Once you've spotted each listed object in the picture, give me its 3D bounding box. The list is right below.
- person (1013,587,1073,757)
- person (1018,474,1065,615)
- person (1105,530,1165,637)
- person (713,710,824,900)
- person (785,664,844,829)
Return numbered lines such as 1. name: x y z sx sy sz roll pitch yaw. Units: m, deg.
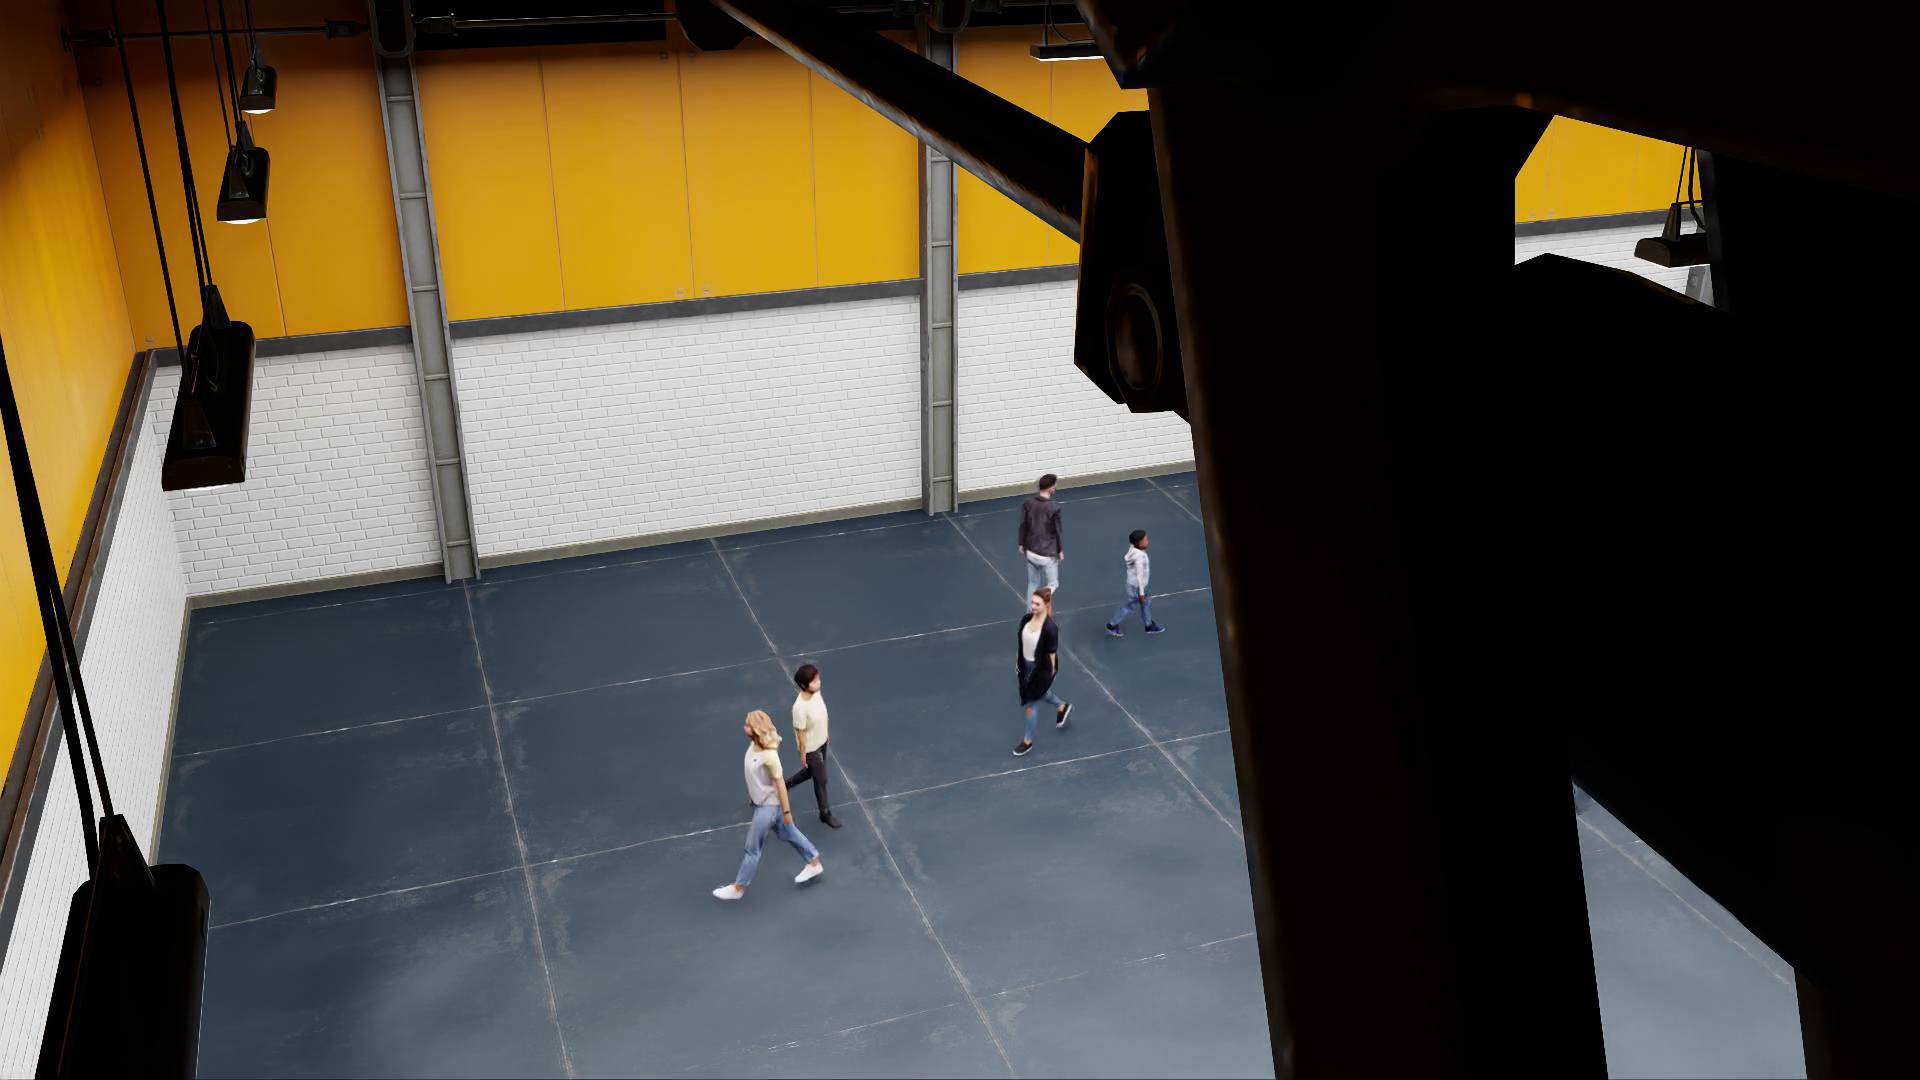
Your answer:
1. person: 0.798 1.206 15.863 1.138 1.656 0.840 -18 29 -35
2. person: 0.864 0.176 18.012 0.895 1.821 0.946 12 26 26
3. person: 1.859 0.476 18.041 0.937 1.247 0.675 0 24 -1
4. person: -1.480 2.161 13.668 1.211 1.663 0.720 -12 26 -26
5. person: -1.348 1.795 14.621 1.025 1.570 0.900 7 24 15
